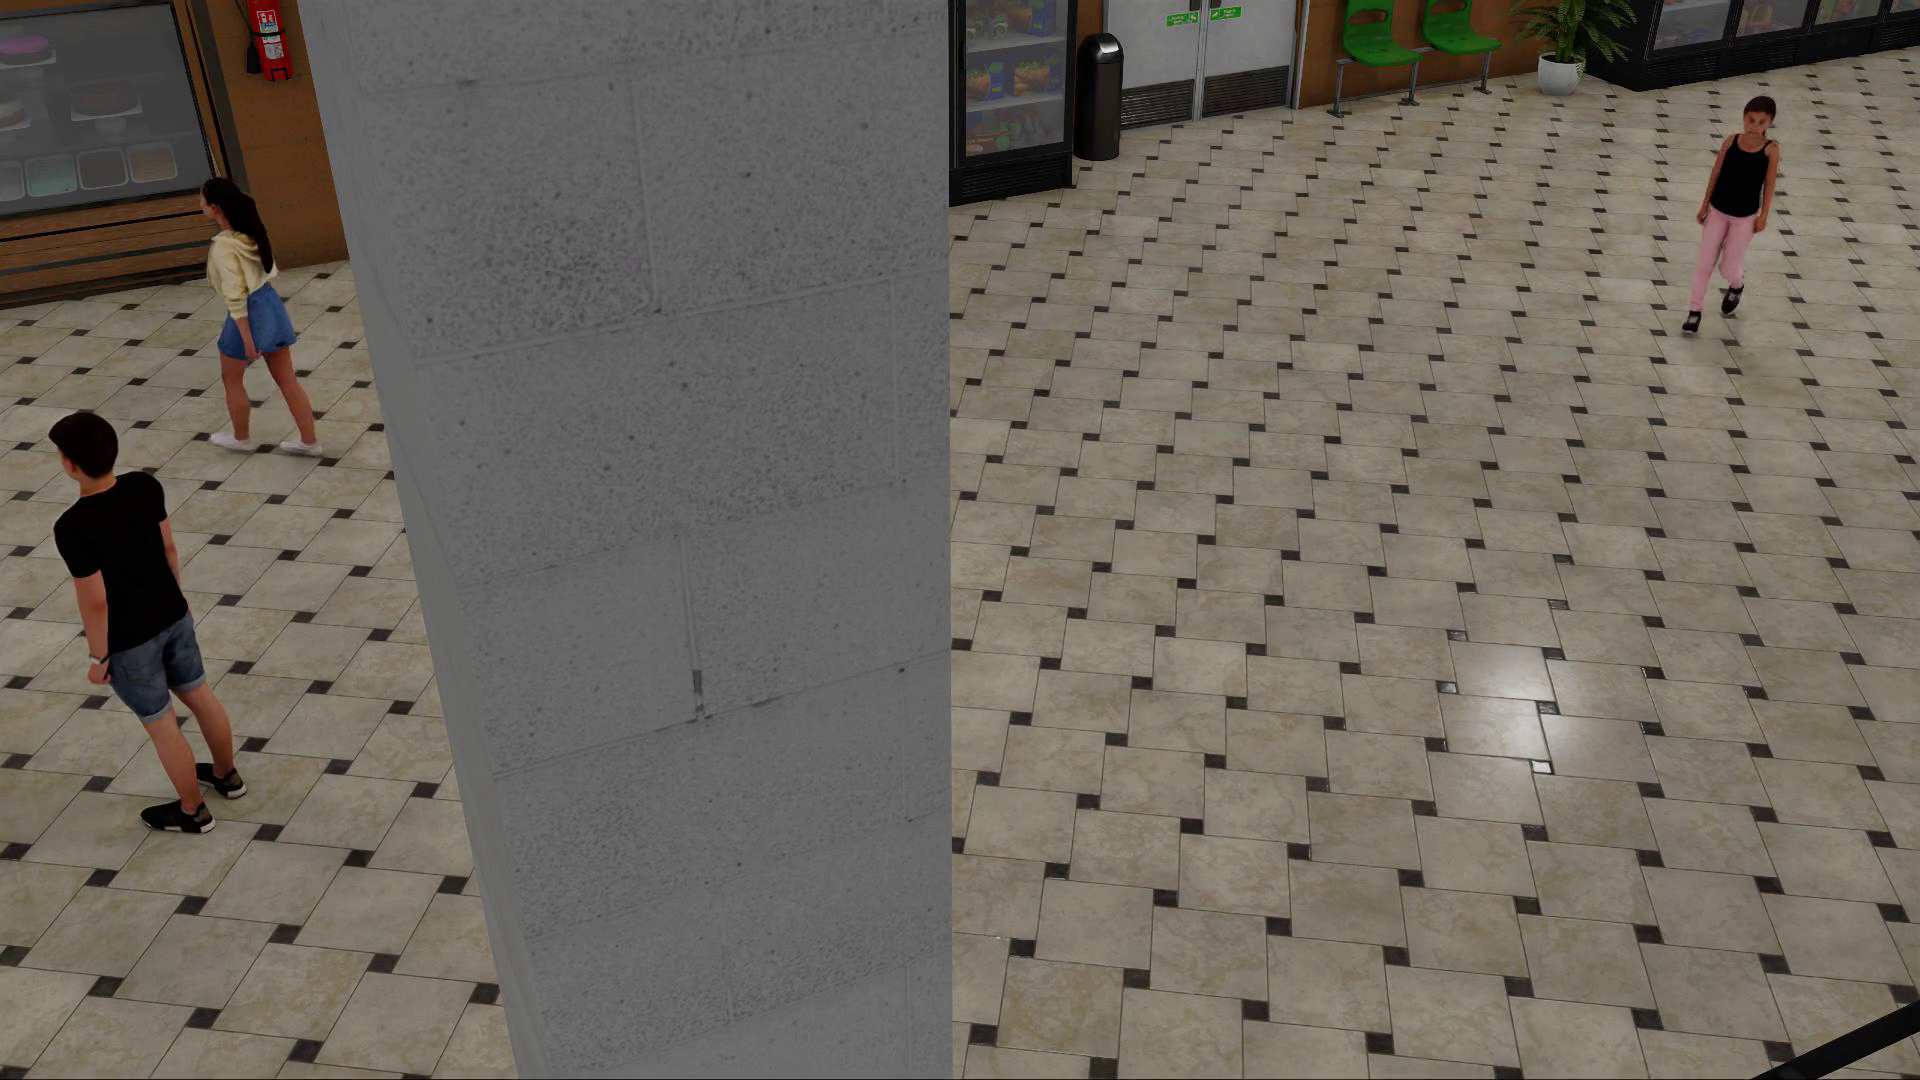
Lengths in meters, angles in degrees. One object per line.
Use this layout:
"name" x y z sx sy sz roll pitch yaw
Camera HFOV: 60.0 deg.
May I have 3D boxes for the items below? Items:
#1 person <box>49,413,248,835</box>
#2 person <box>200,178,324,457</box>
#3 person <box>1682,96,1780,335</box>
"person" -3.146 0.334 6.431 0.800 1.846 0.732 10 33 16
"person" -3.762 -1.170 9.075 0.988 1.606 0.959 7 33 11
"person" 4.943 -2.081 10.598 0.841 1.544 0.824 23 39 32
